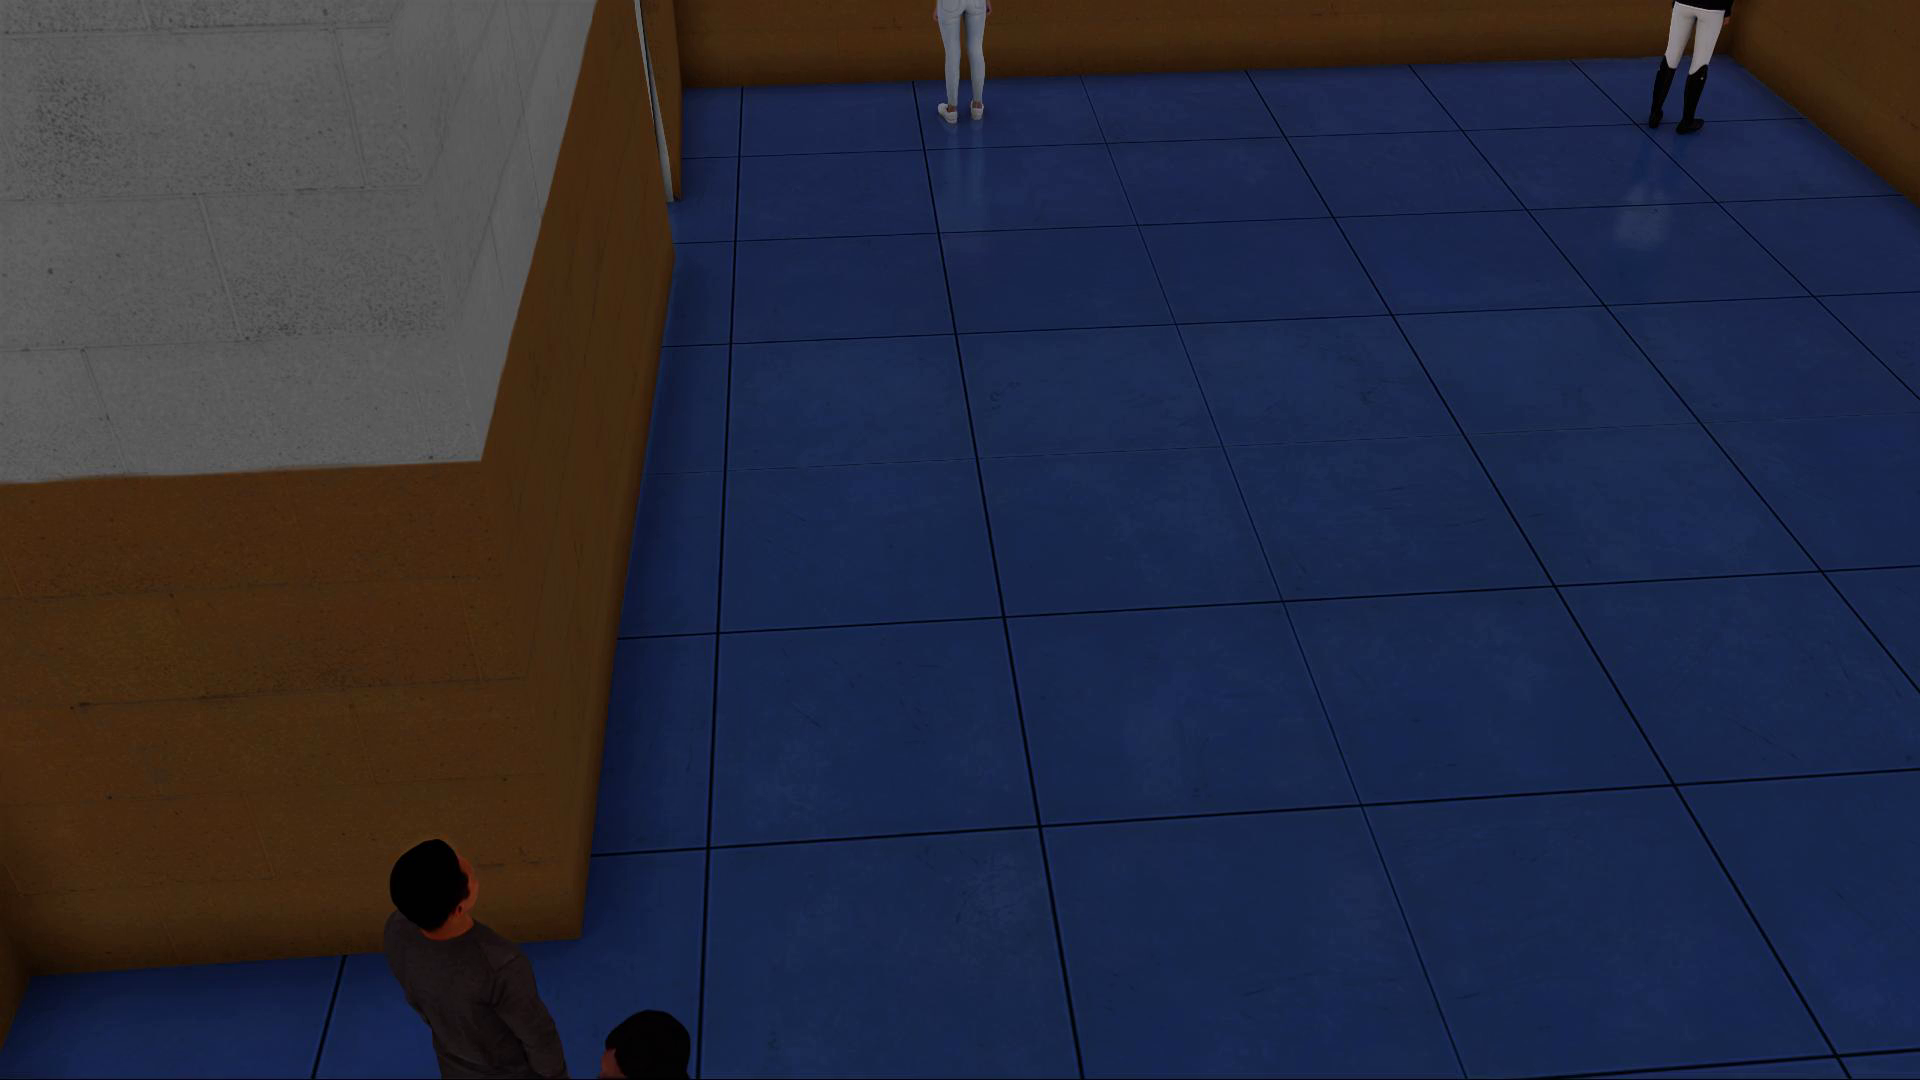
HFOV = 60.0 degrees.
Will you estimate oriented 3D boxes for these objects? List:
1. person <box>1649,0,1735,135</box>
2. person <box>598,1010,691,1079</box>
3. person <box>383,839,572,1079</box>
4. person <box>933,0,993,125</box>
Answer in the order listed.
[{"bbox_3d":[5.267,-3.774,11.850,0.659,1.729,0.718,27,44,31],"label":"person"},{"bbox_3d":[-0.770,1.832,4.384,0.662,1.742,0.712,29,46,33],"label":"person"},{"bbox_3d":[-1.359,1.507,4.796,0.649,1.769,0.773,-12,38,-15],"label":"person"},{"bbox_3d":[0.017,-3.882,11.990,0.543,1.751,0.688,-9,38,-11],"label":"person"}]
